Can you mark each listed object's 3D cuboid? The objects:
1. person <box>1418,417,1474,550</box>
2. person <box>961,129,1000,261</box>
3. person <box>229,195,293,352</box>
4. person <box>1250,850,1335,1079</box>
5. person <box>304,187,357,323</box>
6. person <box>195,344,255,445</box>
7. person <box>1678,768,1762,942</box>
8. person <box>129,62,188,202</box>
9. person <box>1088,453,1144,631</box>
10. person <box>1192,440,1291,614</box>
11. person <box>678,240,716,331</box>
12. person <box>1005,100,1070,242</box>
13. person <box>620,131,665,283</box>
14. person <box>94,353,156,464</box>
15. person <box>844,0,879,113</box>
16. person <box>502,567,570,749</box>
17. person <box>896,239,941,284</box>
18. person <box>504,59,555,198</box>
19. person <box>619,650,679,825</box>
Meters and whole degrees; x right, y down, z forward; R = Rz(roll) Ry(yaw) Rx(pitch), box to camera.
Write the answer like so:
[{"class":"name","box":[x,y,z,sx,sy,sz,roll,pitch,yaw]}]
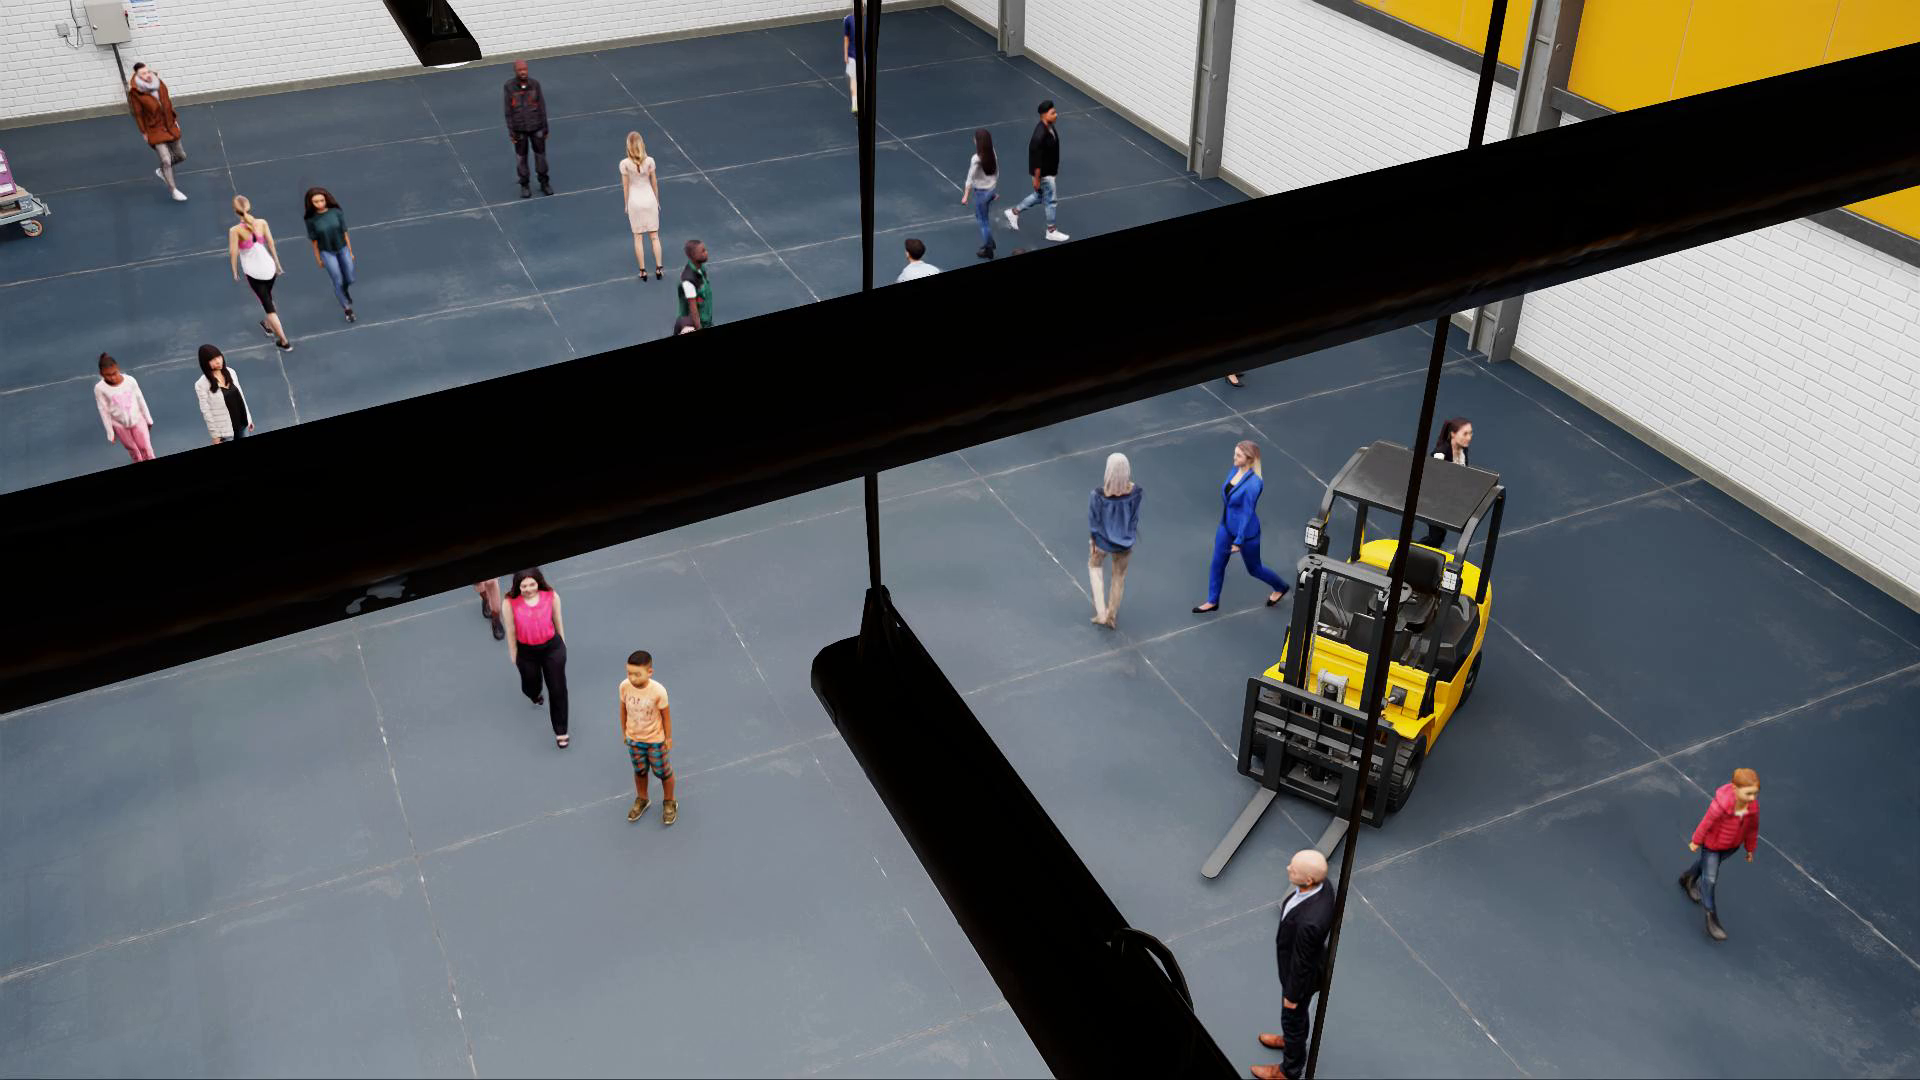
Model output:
[{"class":"person","box":[4.138,-0.368,14.505,0.680,1.649,0.679,-22,39,-29]},{"class":"person","box":[0.373,-4.193,20.285,0.766,1.621,0.735,17,37,24]},{"class":"person","box":[-7.602,-2.877,18.174,1.051,1.767,0.863,26,42,34]},{"class":"person","box":[2.045,2.554,9.974,0.828,1.798,0.736,6,34,9]},{"class":"person","box":[-7.156,-3.287,18.939,0.642,1.602,0.756,-21,39,-28]},{"class":"person","box":[-6.867,-1.095,15.608,0.741,1.638,0.701,15,37,22]},{"class":"person","box":[5.112,2.009,11.259,0.676,1.283,0.938,-5,34,-8]},{"class":"person","box":[-10.581,-5.402,21.921,1.037,1.823,0.963,16,37,23]},{"class":"person","box":[1.298,0.066,13.817,0.694,1.688,0.719,-6,34,-9]},{"class":"person","box":[2.464,-0.081,14.054,0.710,1.670,1.024,-12,35,-17]},{"class":"person","box":[-2.801,-2.205,17.141,1.202,1.790,1.263,5,34,8]},{"class":"person","box":[0.959,-4.624,20.789,1.170,1.781,1.156,8,34,12]},{"class":"person","box":[-3.774,-3.958,19.743,0.604,1.829,0.555,-9,35,-13]},{"class":"person","box":[-7.973,-1.170,15.909,0.582,1.431,0.855,-16,37,-23]},{"class":"person","box":[-1.454,-7.102,24.485,0.734,1.816,0.735,-2,34,-3]},{"class":"person","box":[-3.231,0.819,12.726,0.588,1.641,0.862,-14,36,-20]},{"class":"person","box":[-0.334,-2.191,17.145,0.832,1.763,1.141,-22,39,-29]},{"class":"person","box":[-5.738,-5.489,22.055,0.708,1.819,0.610,-11,35,-16]},{"class":"person","box":[-2.258,1.404,12.008,0.605,1.461,0.640,6,34,9]}]
